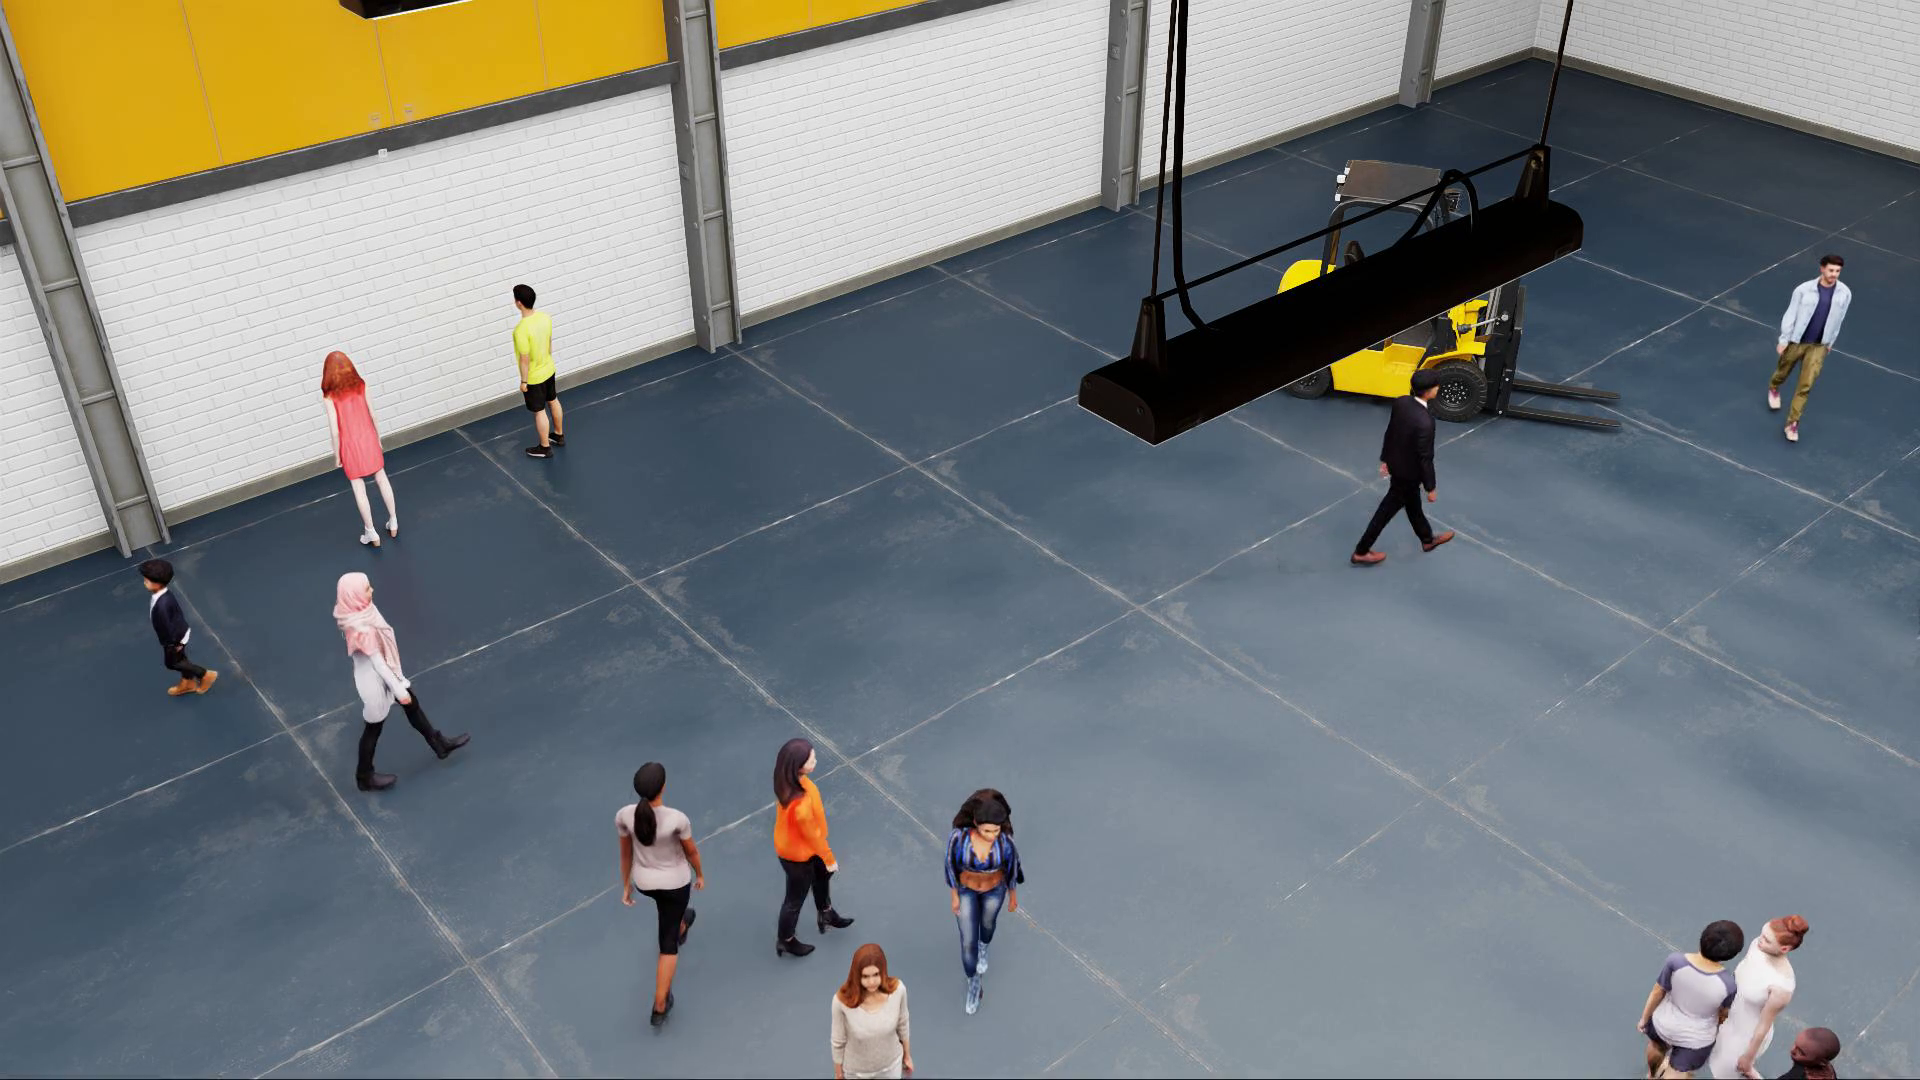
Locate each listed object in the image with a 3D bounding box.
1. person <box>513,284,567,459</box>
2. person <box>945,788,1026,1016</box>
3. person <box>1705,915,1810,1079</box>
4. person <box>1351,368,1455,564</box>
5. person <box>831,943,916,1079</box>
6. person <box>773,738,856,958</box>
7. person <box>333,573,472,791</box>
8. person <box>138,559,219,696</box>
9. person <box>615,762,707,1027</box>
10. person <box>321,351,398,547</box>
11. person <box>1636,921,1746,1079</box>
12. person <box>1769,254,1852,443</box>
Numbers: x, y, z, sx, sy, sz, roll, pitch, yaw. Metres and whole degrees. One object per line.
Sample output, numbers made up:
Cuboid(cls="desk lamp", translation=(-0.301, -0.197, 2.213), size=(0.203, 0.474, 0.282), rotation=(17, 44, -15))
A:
Cuboid(cls="person", translation=(-3.928, -1.591, 15.485), size=(0.759, 1.709, 0.632), rotation=(13, 36, 19))
Cuboid(cls="person", translation=(0.121, 2.066, 10.085), size=(0.883, 1.596, 0.933), rotation=(2, 34, 3))
Cuboid(cls="person", translation=(4.345, 2.677, 8.996), size=(0.891, 1.784, 0.821), rotation=(1, 34, 2))
Cuboid(cls="person", translation=(3.601, -0.553, 13.811), size=(1.287, 1.832, 1.098), rotation=(-6, 34, -9))
Cuboid(cls="person", translation=(-0.484, 2.771, 8.919), size=(0.624, 1.713, 0.743), rotation=(-9, 35, -14))
Cuboid(cls="person", translation=(-1.069, 1.922, 10.180), size=(0.885, 1.730, 0.791), rotation=(-8, 35, -13))
Cuboid(cls="person", translation=(-4.129, 1.028, 11.490), size=(1.135, 1.769, 0.827), rotation=(-14, 36, -20))
Cuboid(cls="person", translation=(-5.893, 0.664, 12.536), size=(0.700, 1.218, 0.617), rotation=(-10, 35, -15))
Cuboid(cls="person", translation=(-1.795, 2.124, 9.909), size=(1.083, 1.693, 1.220), rotation=(6, 34, 9))
Cuboid(cls="person", translation=(-5.117, -0.781, 14.159), size=(0.672, 1.826, 0.485), rotation=(27, 42, 34))
Cuboid(cls="person", translation=(3.969, 2.735, 9.141), size=(0.719, 1.527, 1.061), rotation=(20, 39, 27))
Cuboid(cls="person", translation=(8.062, -1.905, 15.895), size=(1.108, 1.778, 1.264), rotation=(8, 35, 12))
